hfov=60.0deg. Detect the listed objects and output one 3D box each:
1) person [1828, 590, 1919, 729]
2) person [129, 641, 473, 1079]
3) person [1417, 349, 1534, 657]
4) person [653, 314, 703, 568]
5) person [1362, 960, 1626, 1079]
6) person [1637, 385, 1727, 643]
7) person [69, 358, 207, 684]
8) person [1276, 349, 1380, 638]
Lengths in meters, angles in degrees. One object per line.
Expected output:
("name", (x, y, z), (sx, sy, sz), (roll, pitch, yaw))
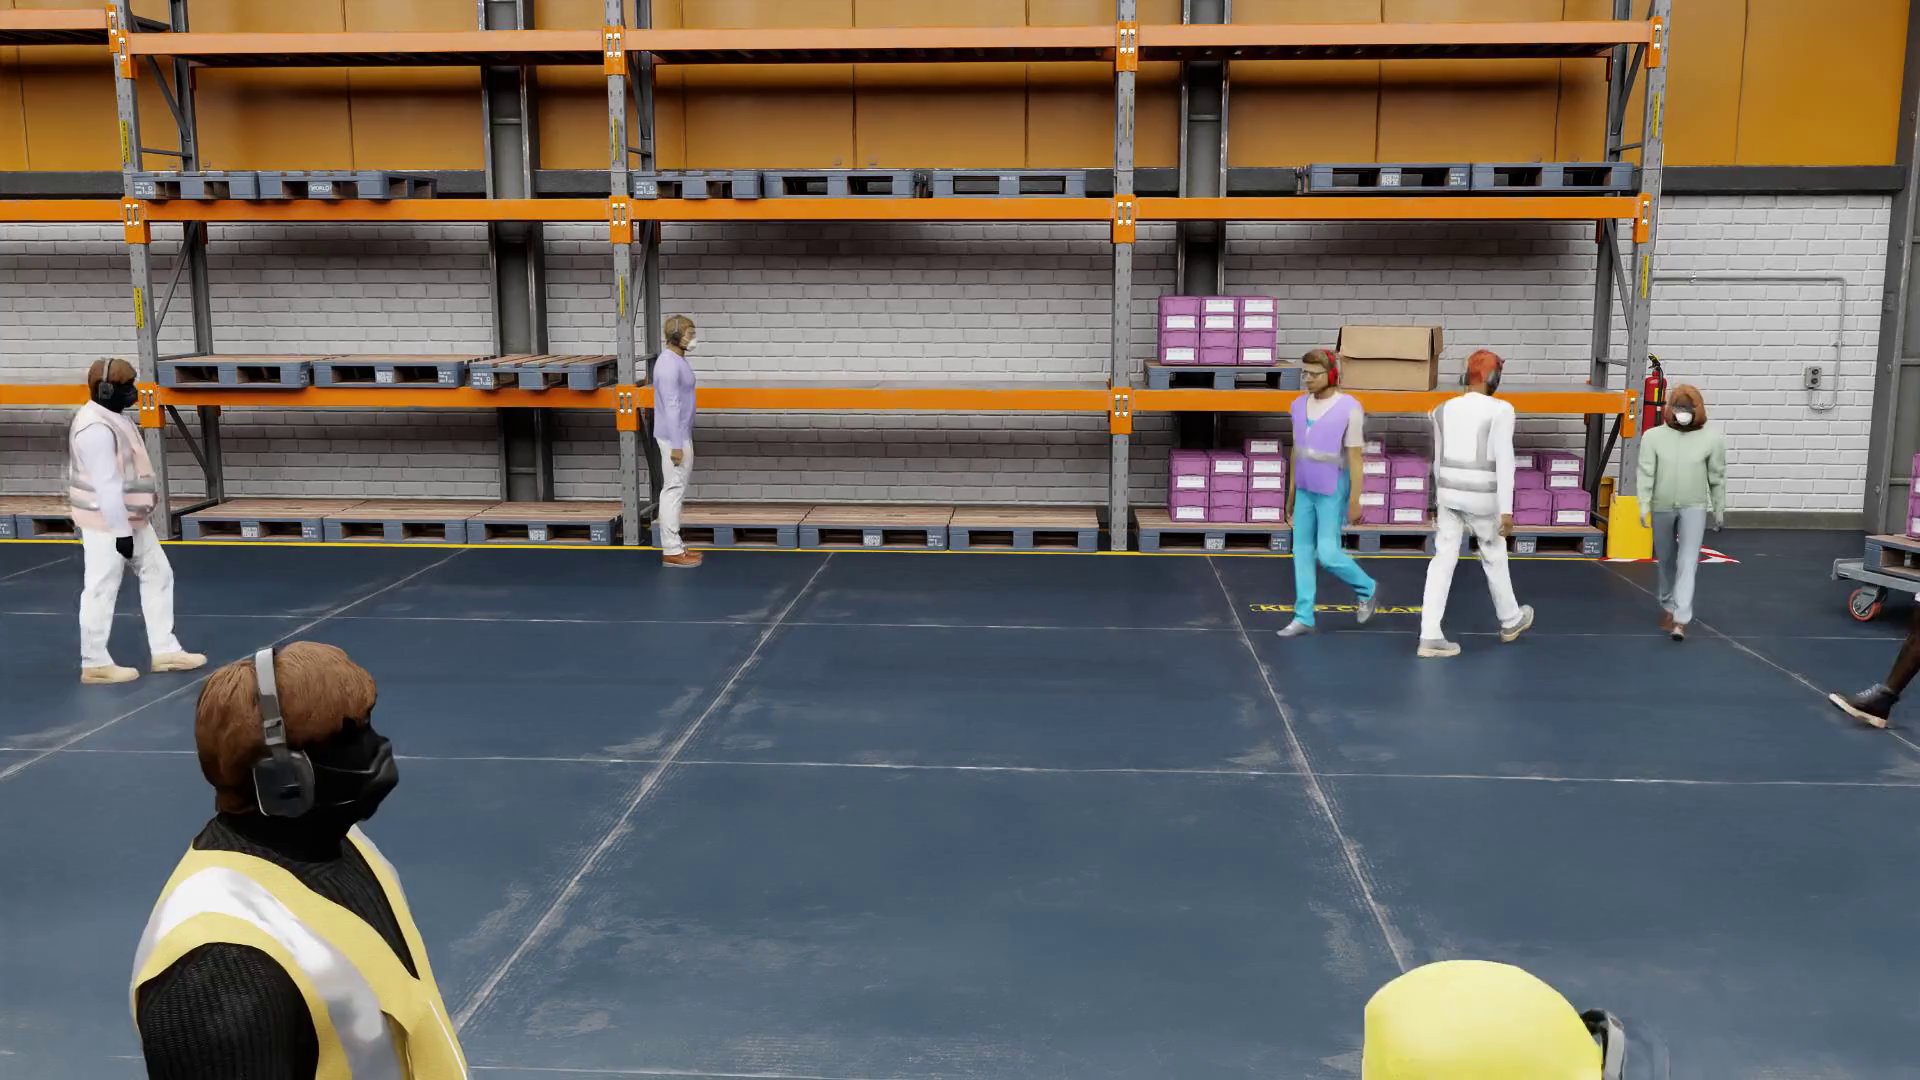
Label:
("person", (4.906, 0.043, 8.137), (1.003, 1.909, 0.631), (1, 10, 4))
("person", (-0.924, 1.054, 2.444), (0.429, 1.846, 0.628), (-2, 10, -10))
("person", (3.133, -0.227, 10.006), (1.021, 1.819, 0.645), (-8, 12, -38))
("person", (-2.176, -0.762, 12.803), (0.355, 1.936, 0.635), (-1, 10, -5))
("person", (0.670, 1.258, 1.635), (0.645, 1.718, 0.324), (5, 11, 28))
("person", (4.473, -0.169, 10.351), (0.498, 1.577, 0.861), (6, 11, 30))
("person", (-4.589, -0.101, 9.269), (0.761, 1.813, 0.660), (-3, 10, -14))
("person", (2.315, -0.292, 10.407), (0.639, 1.820, 0.564), (-6, 11, -31))
